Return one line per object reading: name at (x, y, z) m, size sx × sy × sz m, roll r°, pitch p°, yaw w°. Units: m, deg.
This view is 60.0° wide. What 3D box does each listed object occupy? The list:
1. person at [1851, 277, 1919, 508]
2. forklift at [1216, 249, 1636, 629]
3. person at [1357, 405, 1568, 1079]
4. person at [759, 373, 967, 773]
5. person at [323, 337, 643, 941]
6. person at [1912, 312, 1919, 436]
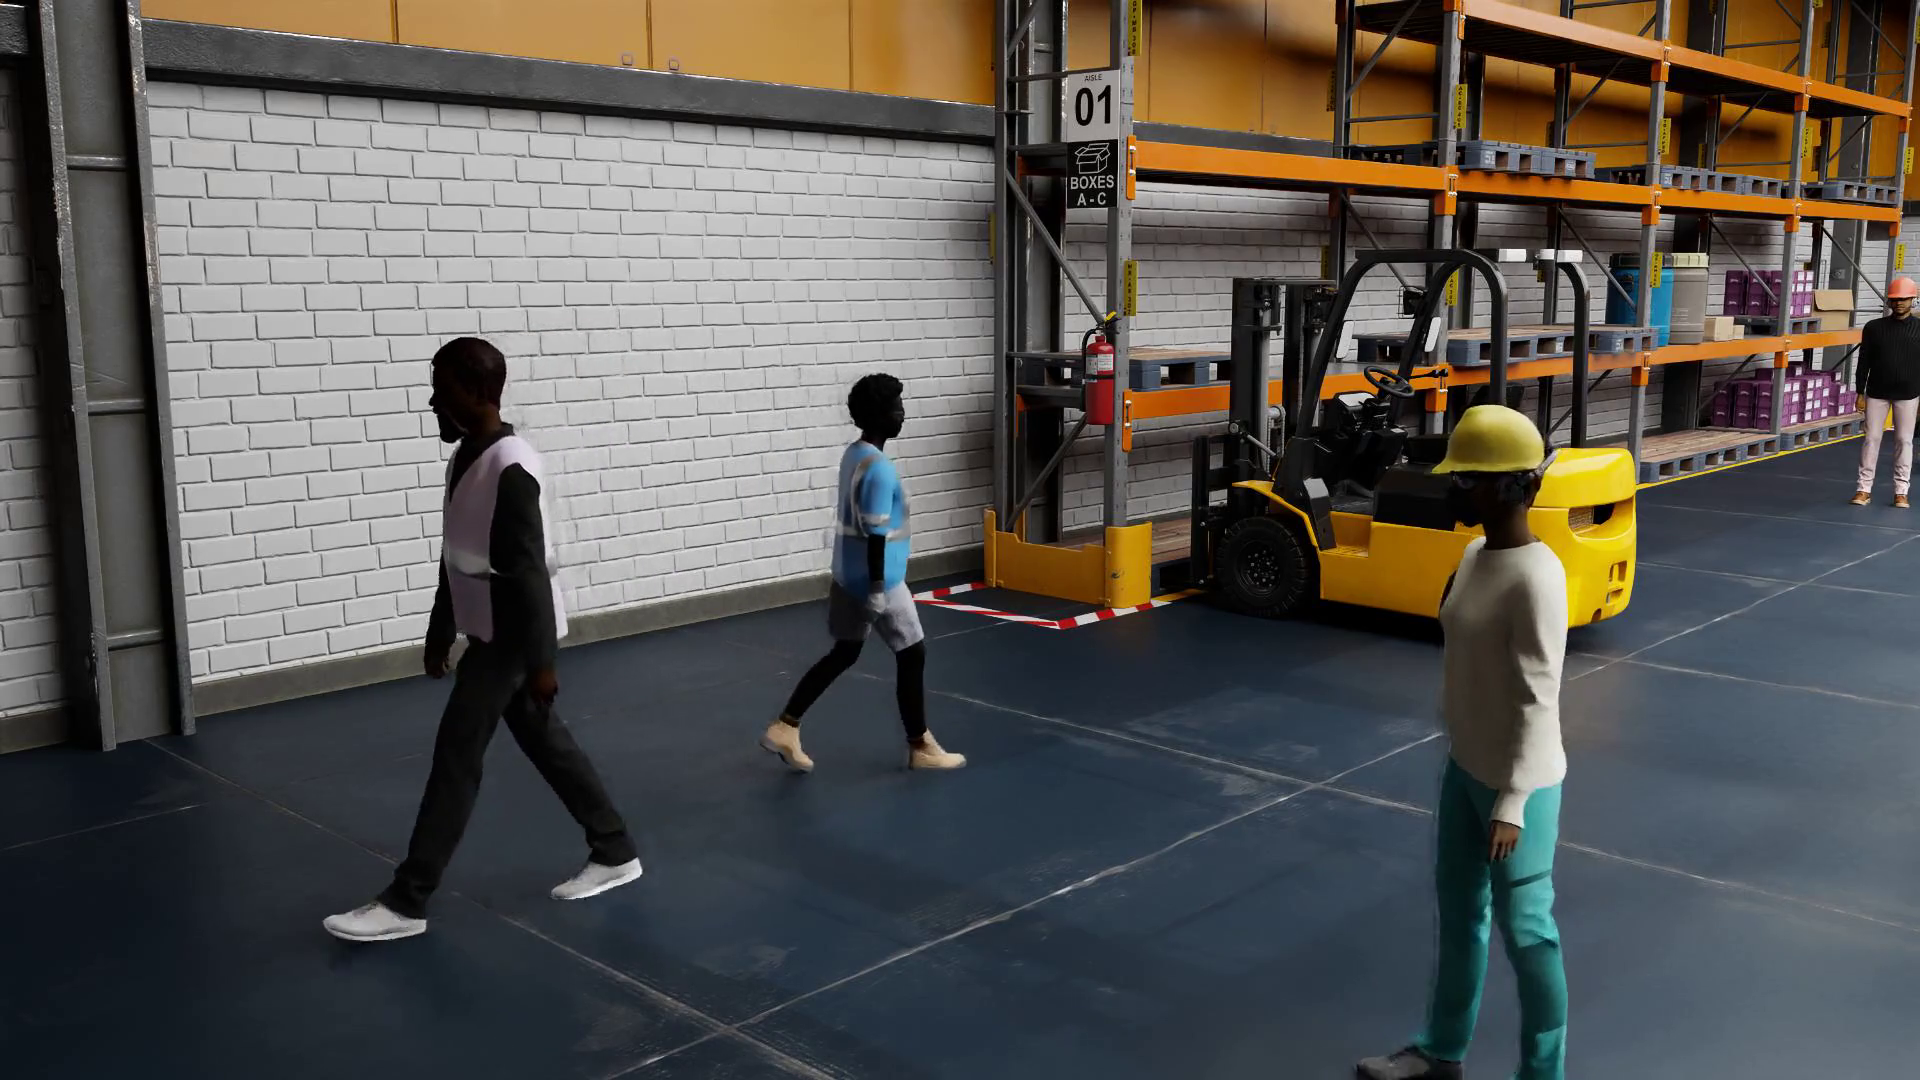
person at (8.132, -1.279, 14.496) m, size 0.608 × 1.995 × 0.377 m, roll 6°, pitch 11°, yaw 33°
forklift at (2.710, -0.584, 9.626) m, size 2.313 × 2.155 × 1.214 m, roll 9°, pitch 13°, yaw 43°
person at (1.248, 0.559, 4.009) m, size 0.495 × 1.757 × 0.538 m, roll -1°, pitch 9°, yaw -3°
person at (-0.419, 0.150, 6.766) m, size 0.822 × 1.668 × 0.535 m, roll -3°, pitch 10°, yaw -18°
person at (-1.492, 0.295, 5.257) m, size 1.024 × 1.865 × 0.613 m, roll -5°, pitch 10°, yaw -26°
person at (12.070, -2.231, 20.661) m, size 0.560 × 1.896 × 0.986 m, roll 8°, pitch 12°, yaw 41°
